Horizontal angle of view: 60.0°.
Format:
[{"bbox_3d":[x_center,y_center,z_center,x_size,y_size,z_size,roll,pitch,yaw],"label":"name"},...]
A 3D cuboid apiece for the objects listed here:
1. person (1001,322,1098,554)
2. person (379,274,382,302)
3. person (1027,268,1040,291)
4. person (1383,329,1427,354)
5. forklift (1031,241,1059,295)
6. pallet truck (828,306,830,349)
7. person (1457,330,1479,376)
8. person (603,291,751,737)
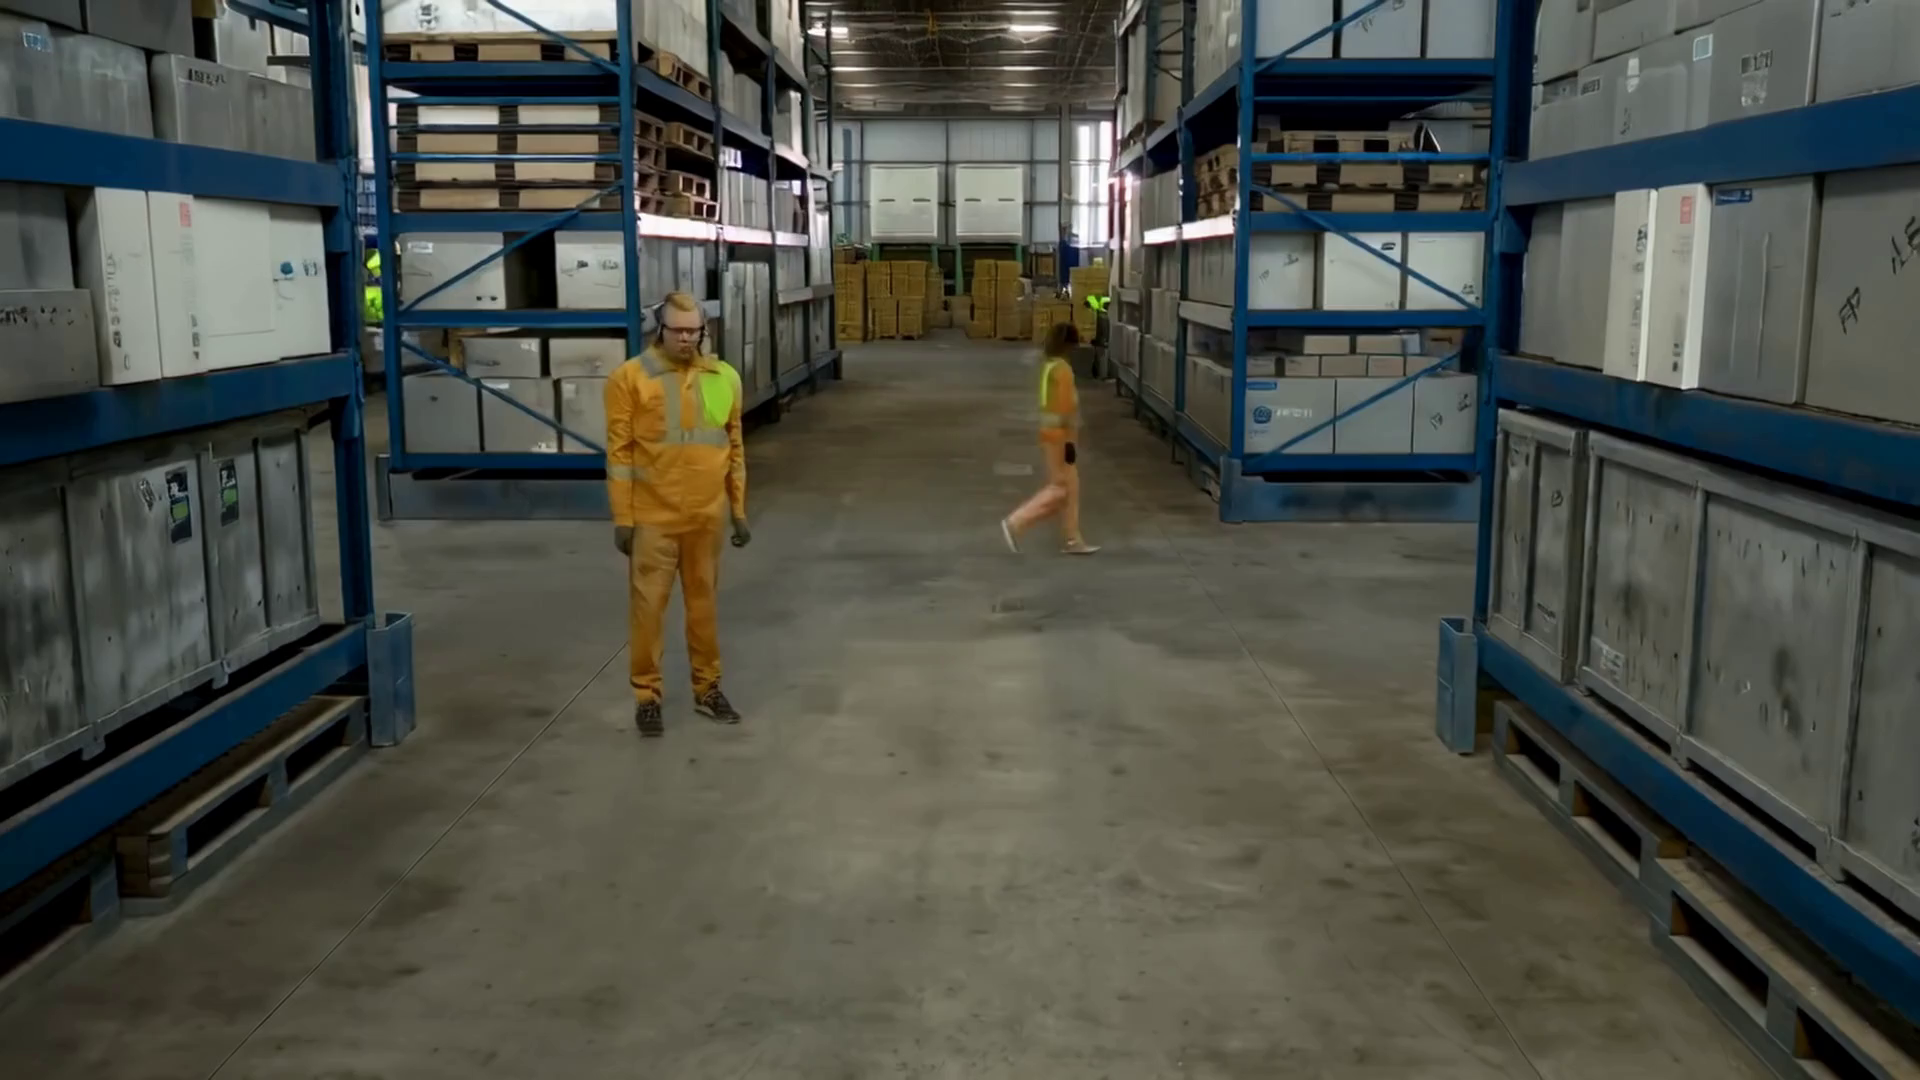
[{"bbox_3d":[0.628,-0.686,11.408,0.653,1.616,0.524,-1,10,-7],"label":"person"},{"bbox_3d":[-20.488,-8.710,59.346,0.610,1.672,0.360,4,10,21],"label":"person"},{"bbox_3d":[2.870,-9.616,64.195,0.587,1.874,0.361,0,9,-2],"label":"person"},{"bbox_3d":[5.286,-2.308,19.890,0.608,2.044,0.372,-3,10,-19],"label":"person"},{"bbox_3d":[3.204,-9.921,62.989,1.129,2.768,1.873,0,9,1],"label":"forklift"},{"bbox_3d":[-3.100,-3.940,29.800,1.885,1.965,0.823,3,10,19],"label":"pallet truck"},{"bbox_3d":[5.918,-1.946,18.536,0.613,1.791,0.997,-7,12,-37],"label":"person"},{"bbox_3d":[-1.201,-0.117,7.197,0.639,1.902,0.407,-6,11,-31],"label":"person"}]
